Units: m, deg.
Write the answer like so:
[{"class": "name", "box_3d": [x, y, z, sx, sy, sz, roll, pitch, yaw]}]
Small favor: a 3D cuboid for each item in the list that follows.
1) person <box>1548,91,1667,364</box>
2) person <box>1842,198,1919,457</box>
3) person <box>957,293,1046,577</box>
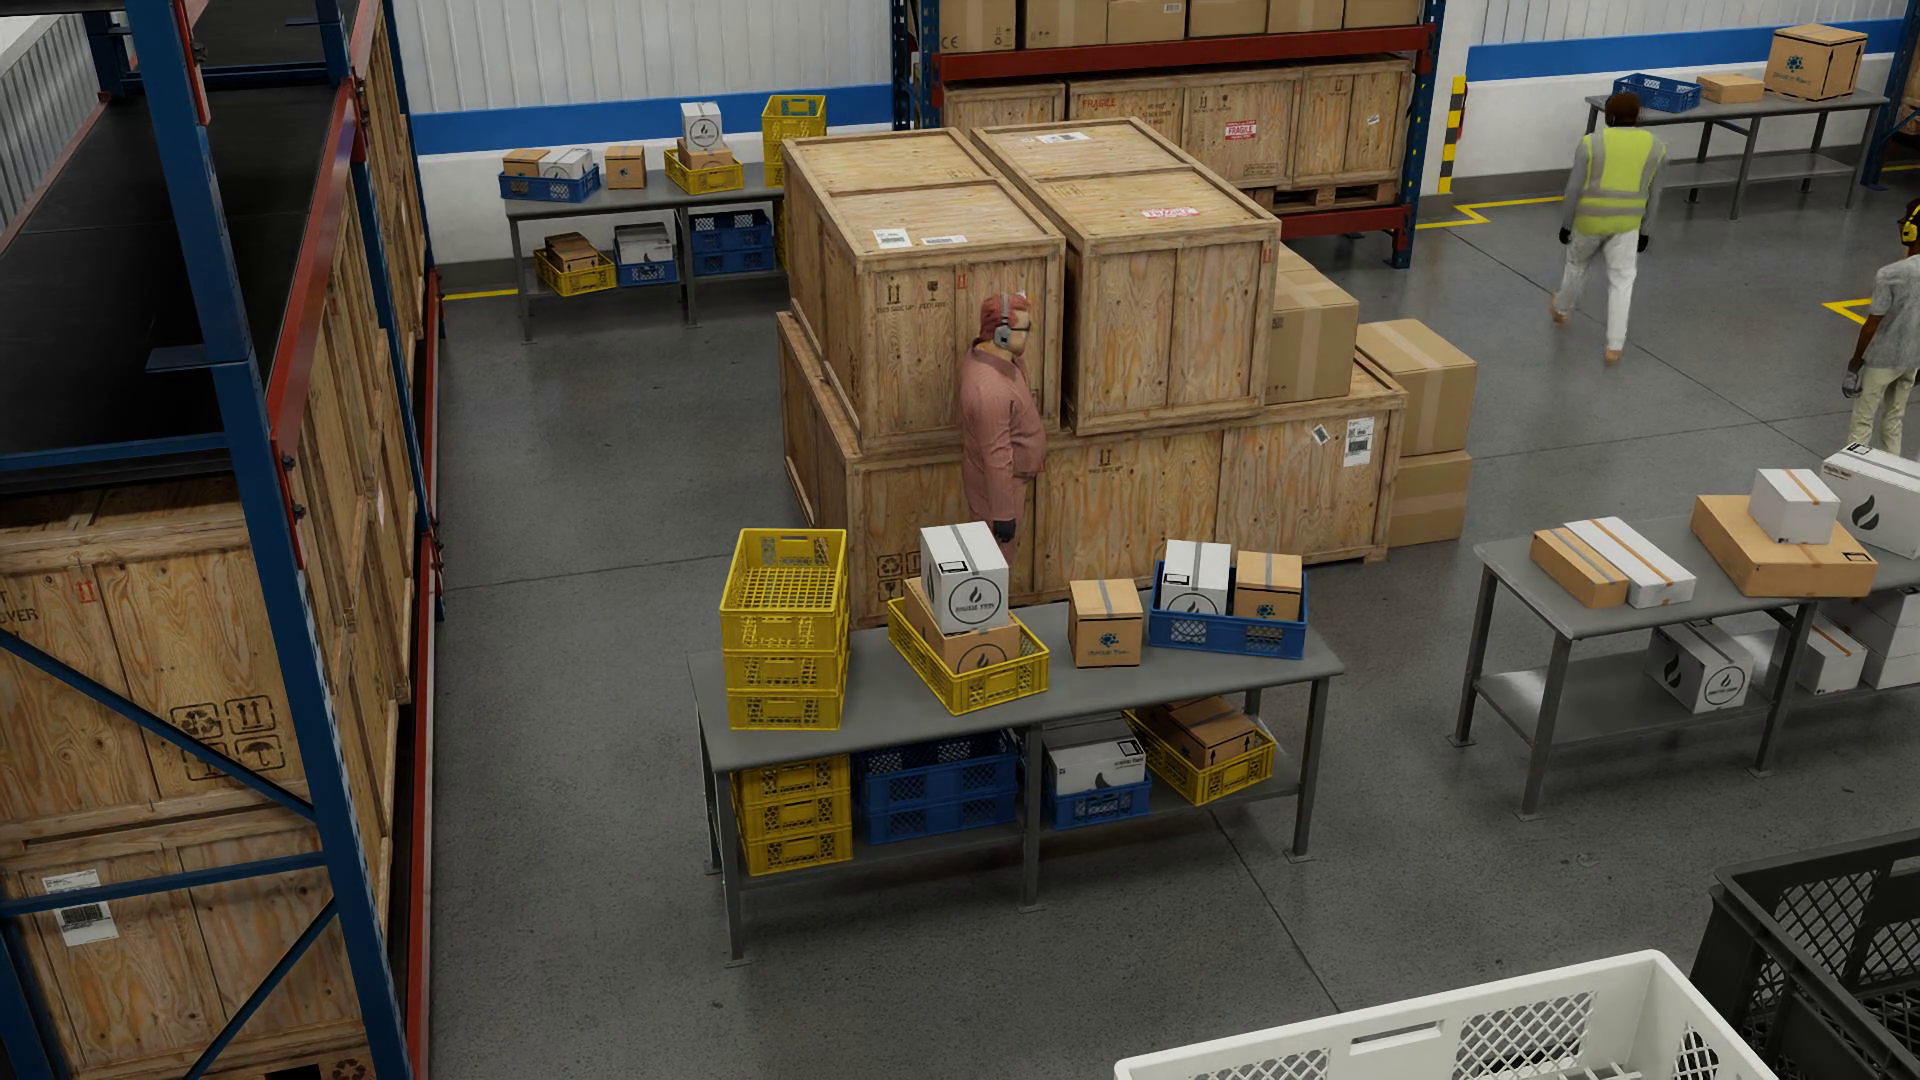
[{"class": "person", "box_3d": [4.492, -2.207, 11.580, 0.638, 1.745, 1.072, 3, 29, 5]}, {"class": "person", "box_3d": [5.154, -0.979, 9.236, 0.501, 1.862, 0.327, -6, 29, -10]}, {"class": "person", "box_3d": [0.197, -0.258, 7.876, 0.409, 1.907, 0.638, -2, 29, -4]}]
